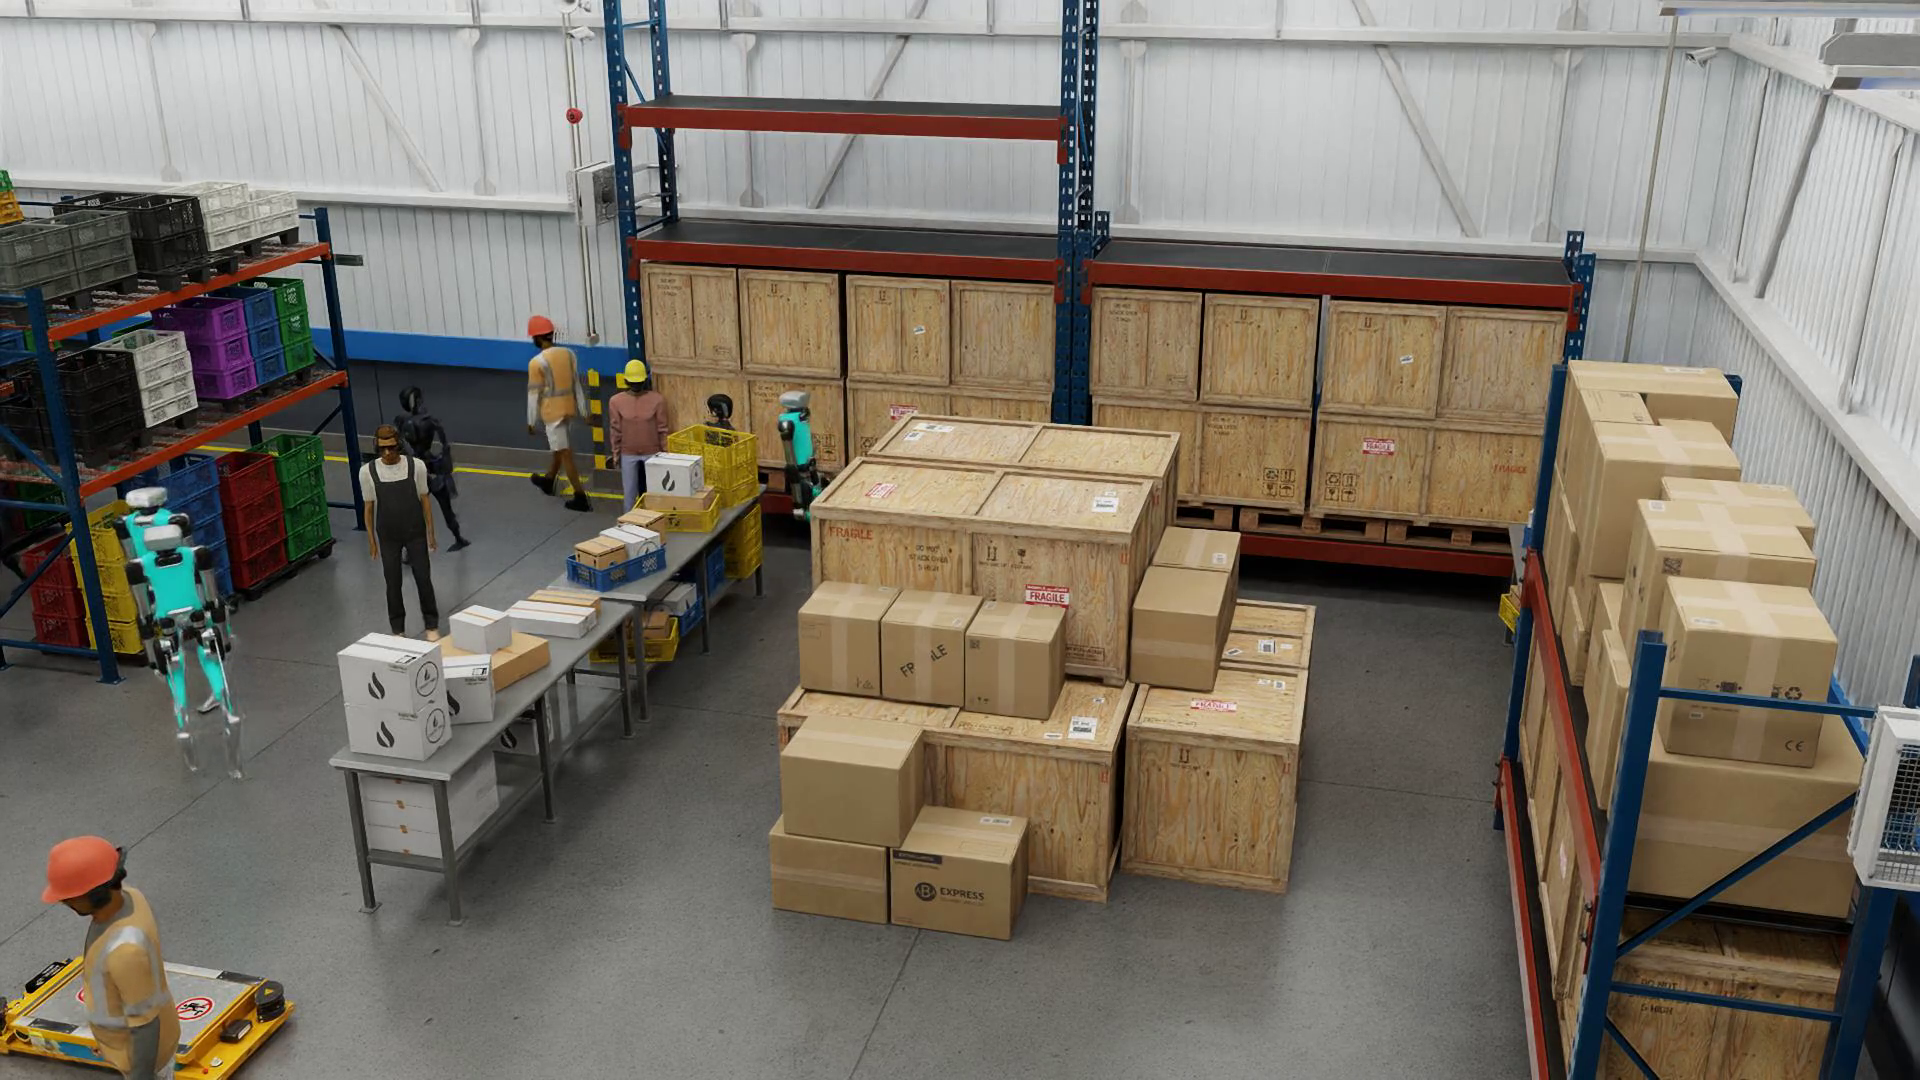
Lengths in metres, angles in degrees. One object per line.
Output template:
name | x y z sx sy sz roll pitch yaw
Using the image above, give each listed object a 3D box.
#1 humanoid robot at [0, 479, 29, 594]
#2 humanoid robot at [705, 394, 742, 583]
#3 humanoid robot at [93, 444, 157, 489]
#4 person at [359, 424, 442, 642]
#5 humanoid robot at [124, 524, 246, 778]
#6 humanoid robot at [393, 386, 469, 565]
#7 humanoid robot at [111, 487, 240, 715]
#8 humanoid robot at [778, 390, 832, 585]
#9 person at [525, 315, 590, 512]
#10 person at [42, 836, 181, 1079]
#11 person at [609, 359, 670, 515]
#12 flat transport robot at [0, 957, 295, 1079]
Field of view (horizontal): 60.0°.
humanoid robot | -8.084 -0.237 13.758 0.593 1.621 0.791 7 22 17
humanoid robot | -1.997 -0.453 14.241 0.338 1.651 0.601 0 21 1
humanoid robot | -7.399 -0.738 14.967 0.539 1.767 1.008 6 22 16
person | -4.346 -0.030 12.938 0.506 1.837 0.333 -7 22 -19
humanoid robot | -5.025 0.812 10.887 0.543 1.779 0.733 -12 24 -29
humanoid robot | -4.695 -0.578 14.670 0.608 1.619 0.799 8 22 19
humanoid robot | -5.563 0.395 11.910 0.549 1.758 0.690 1 21 2
humanoid robot | -1.140 -0.358 13.958 0.696 1.808 0.530 4 21 11
person | -3.946 -1.229 16.007 0.965 1.881 0.561 13 24 30
person | -3.491 2.131 7.003 0.388 2.034 0.605 -11 24 -27
person | -2.874 -0.778 14.997 0.527 1.760 0.337 -2 21 -5
flat transport robot | -4.270 2.464 8.601 1.431 0.231 0.659 5 22 13
